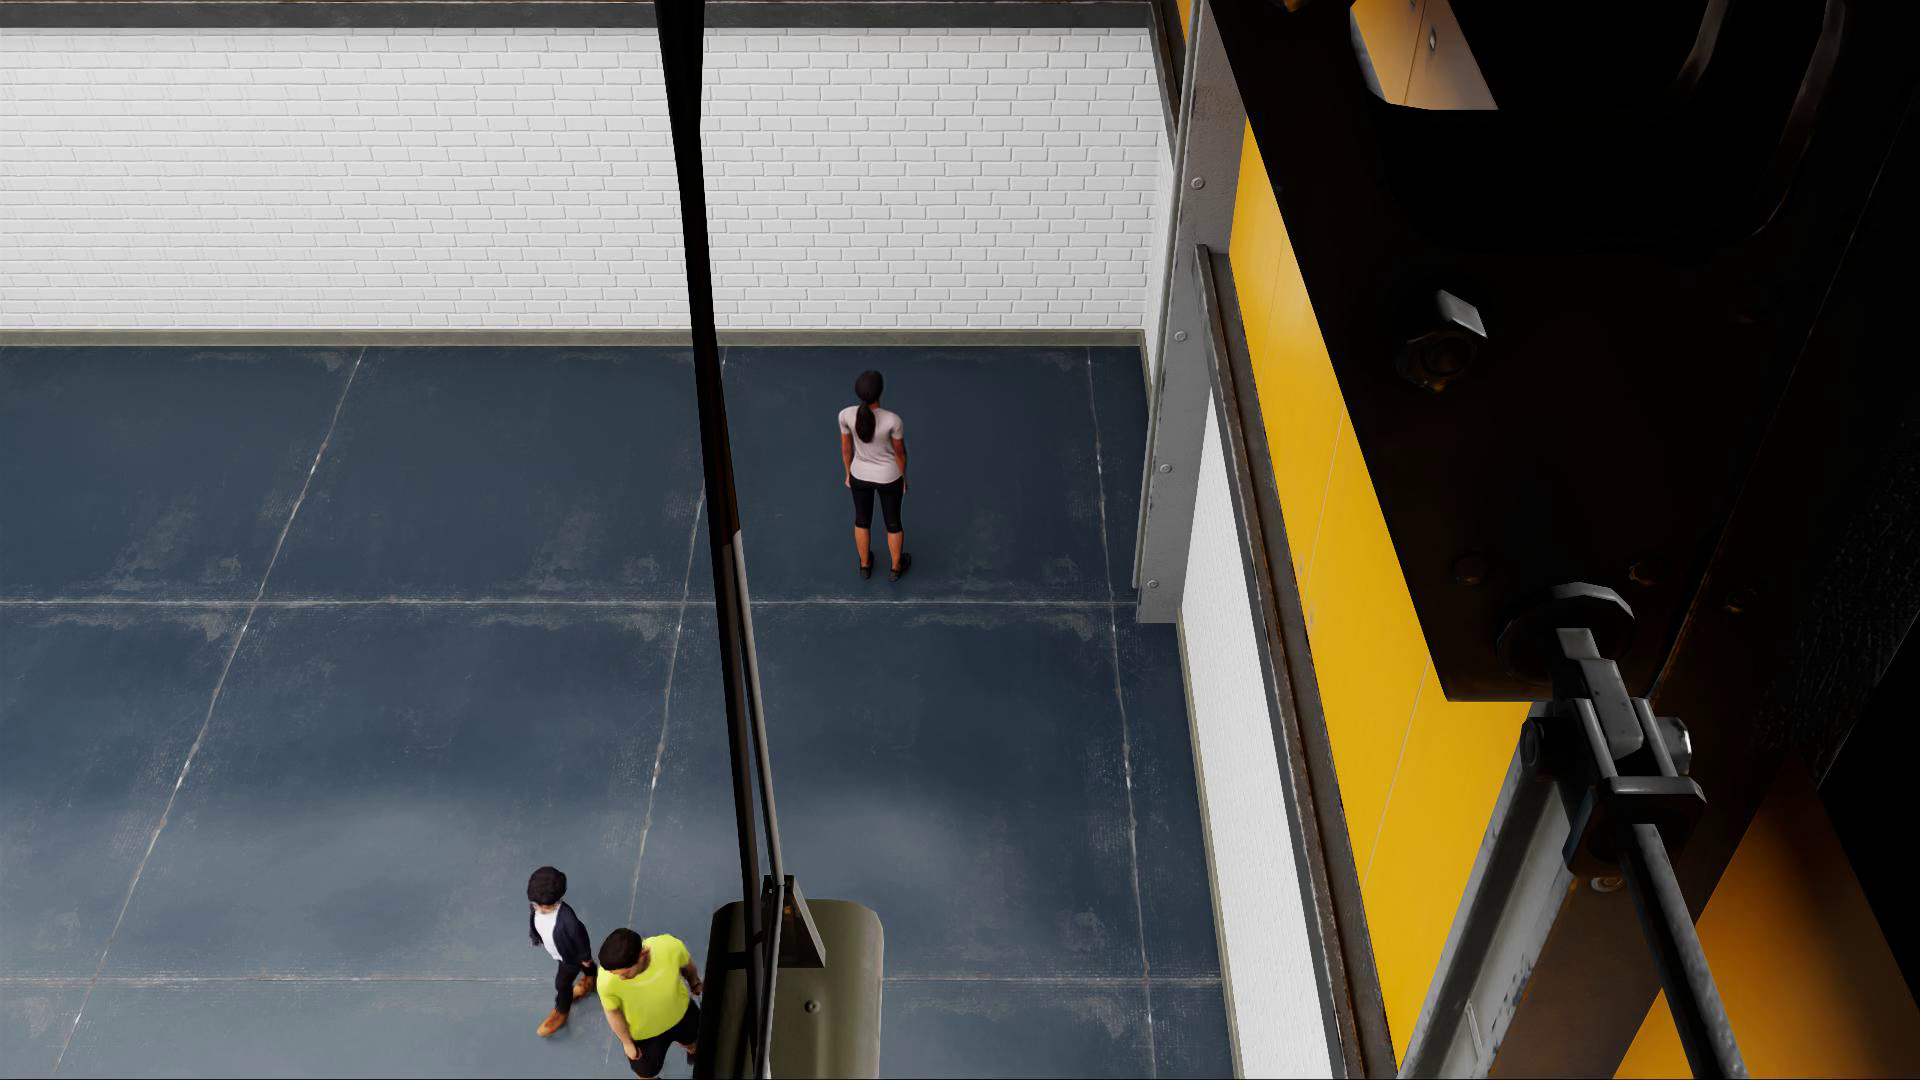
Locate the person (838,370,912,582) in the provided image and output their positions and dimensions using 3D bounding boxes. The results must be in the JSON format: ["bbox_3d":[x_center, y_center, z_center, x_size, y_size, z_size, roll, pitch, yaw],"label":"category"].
[{"bbox_3d":[-0.577,-0.425,11.293,0.637,1.747,0.589,8,44,8],"label":"person"}]

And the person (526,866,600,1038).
[{"bbox_3d":[-2.089,2.129,9.002,0.742,1.208,0.806,33,53,30],"label":"person"}]

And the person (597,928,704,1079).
[{"bbox_3d":[-1.522,2.340,8.440,0.854,1.679,0.874,34,53,31],"label":"person"}]
